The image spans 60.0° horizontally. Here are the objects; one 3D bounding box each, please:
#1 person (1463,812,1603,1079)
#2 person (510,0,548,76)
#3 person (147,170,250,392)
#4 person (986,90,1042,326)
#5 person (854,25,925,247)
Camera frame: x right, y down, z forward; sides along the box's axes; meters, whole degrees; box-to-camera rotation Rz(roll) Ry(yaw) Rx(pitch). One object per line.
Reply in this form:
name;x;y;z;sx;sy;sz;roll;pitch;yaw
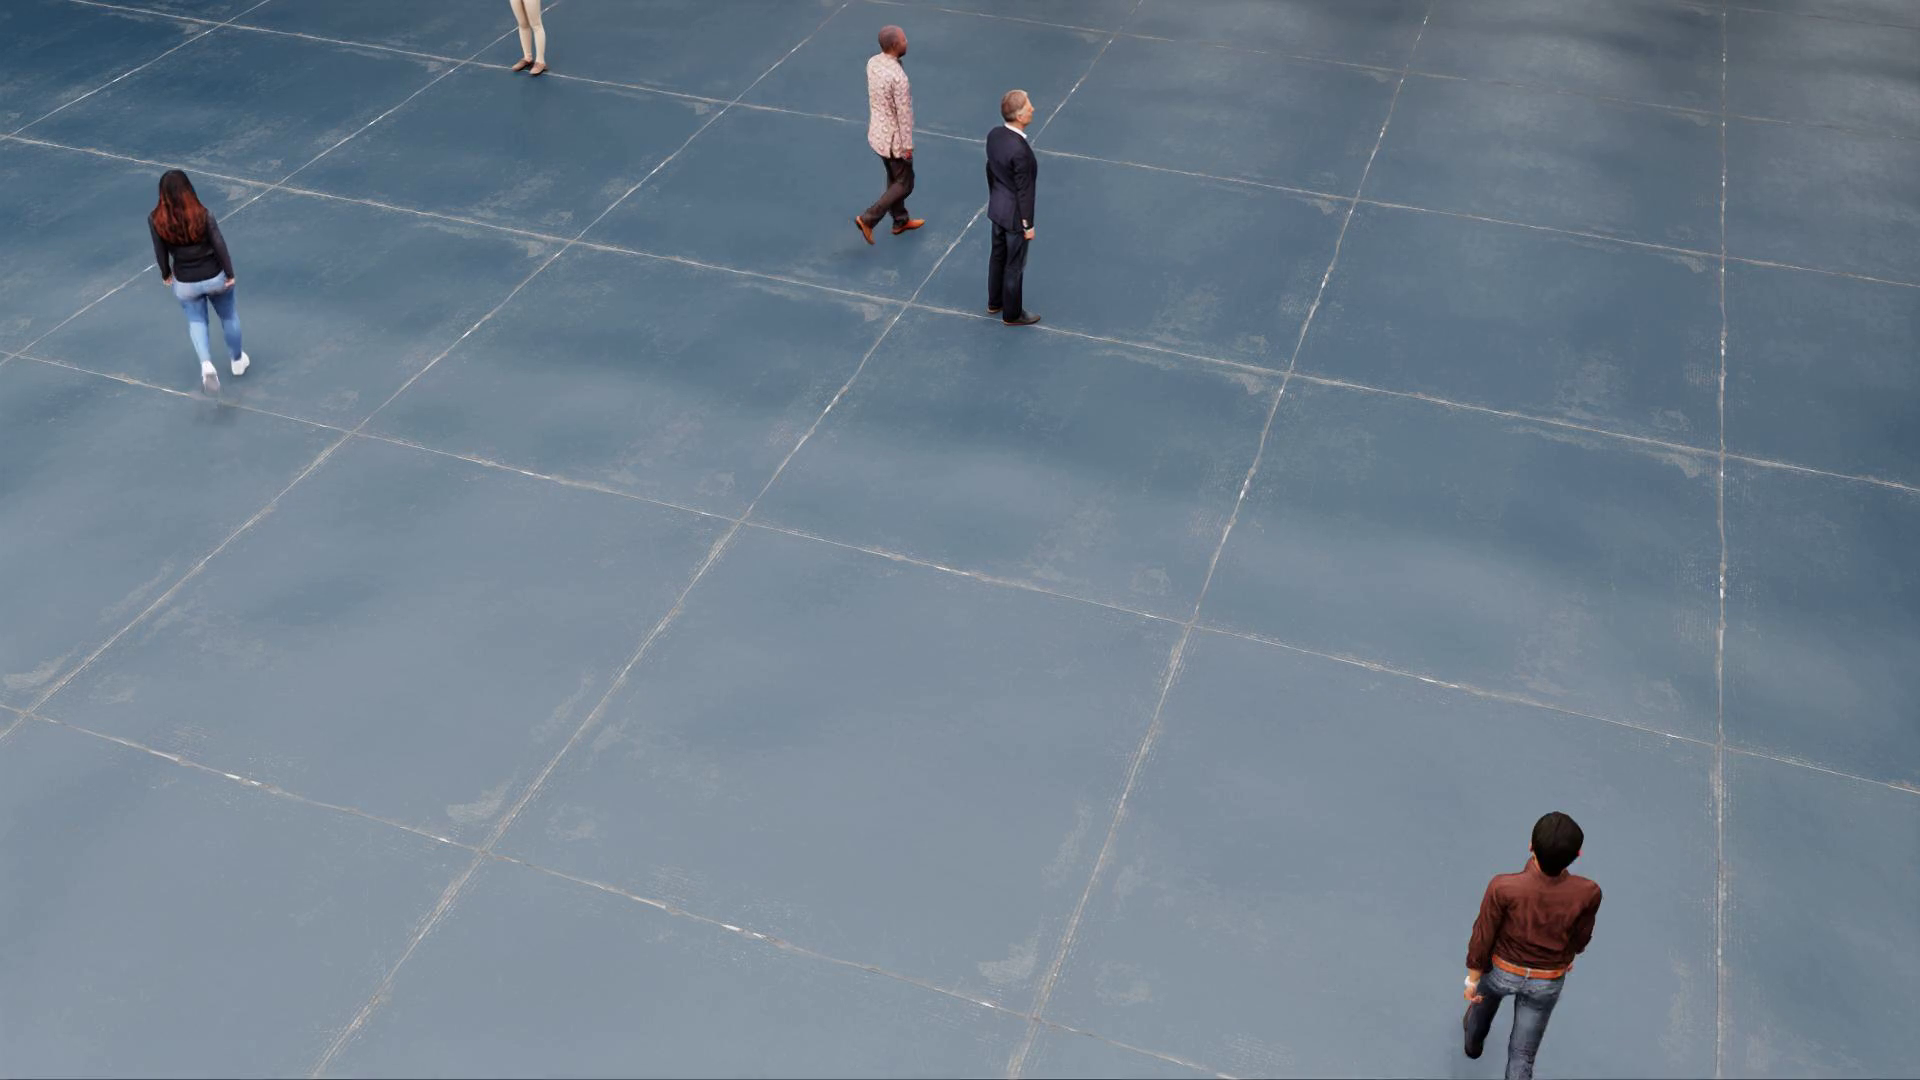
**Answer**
person;2.332;1.868;6.857;0.746;1.743;1.178;8;39;10
person;-4.260;-5.419;16.245;0.624;1.652;0.570;13;40;16
person;-5.319;-1.782;11.623;0.920;1.618;1.029;-9;39;-11
person;0.382;-2.474;12.349;0.828;1.814;0.776;-17;41;-21
person;-0.610;-3.203;13.303;1.106;1.786;1.017;-21;43;-24
